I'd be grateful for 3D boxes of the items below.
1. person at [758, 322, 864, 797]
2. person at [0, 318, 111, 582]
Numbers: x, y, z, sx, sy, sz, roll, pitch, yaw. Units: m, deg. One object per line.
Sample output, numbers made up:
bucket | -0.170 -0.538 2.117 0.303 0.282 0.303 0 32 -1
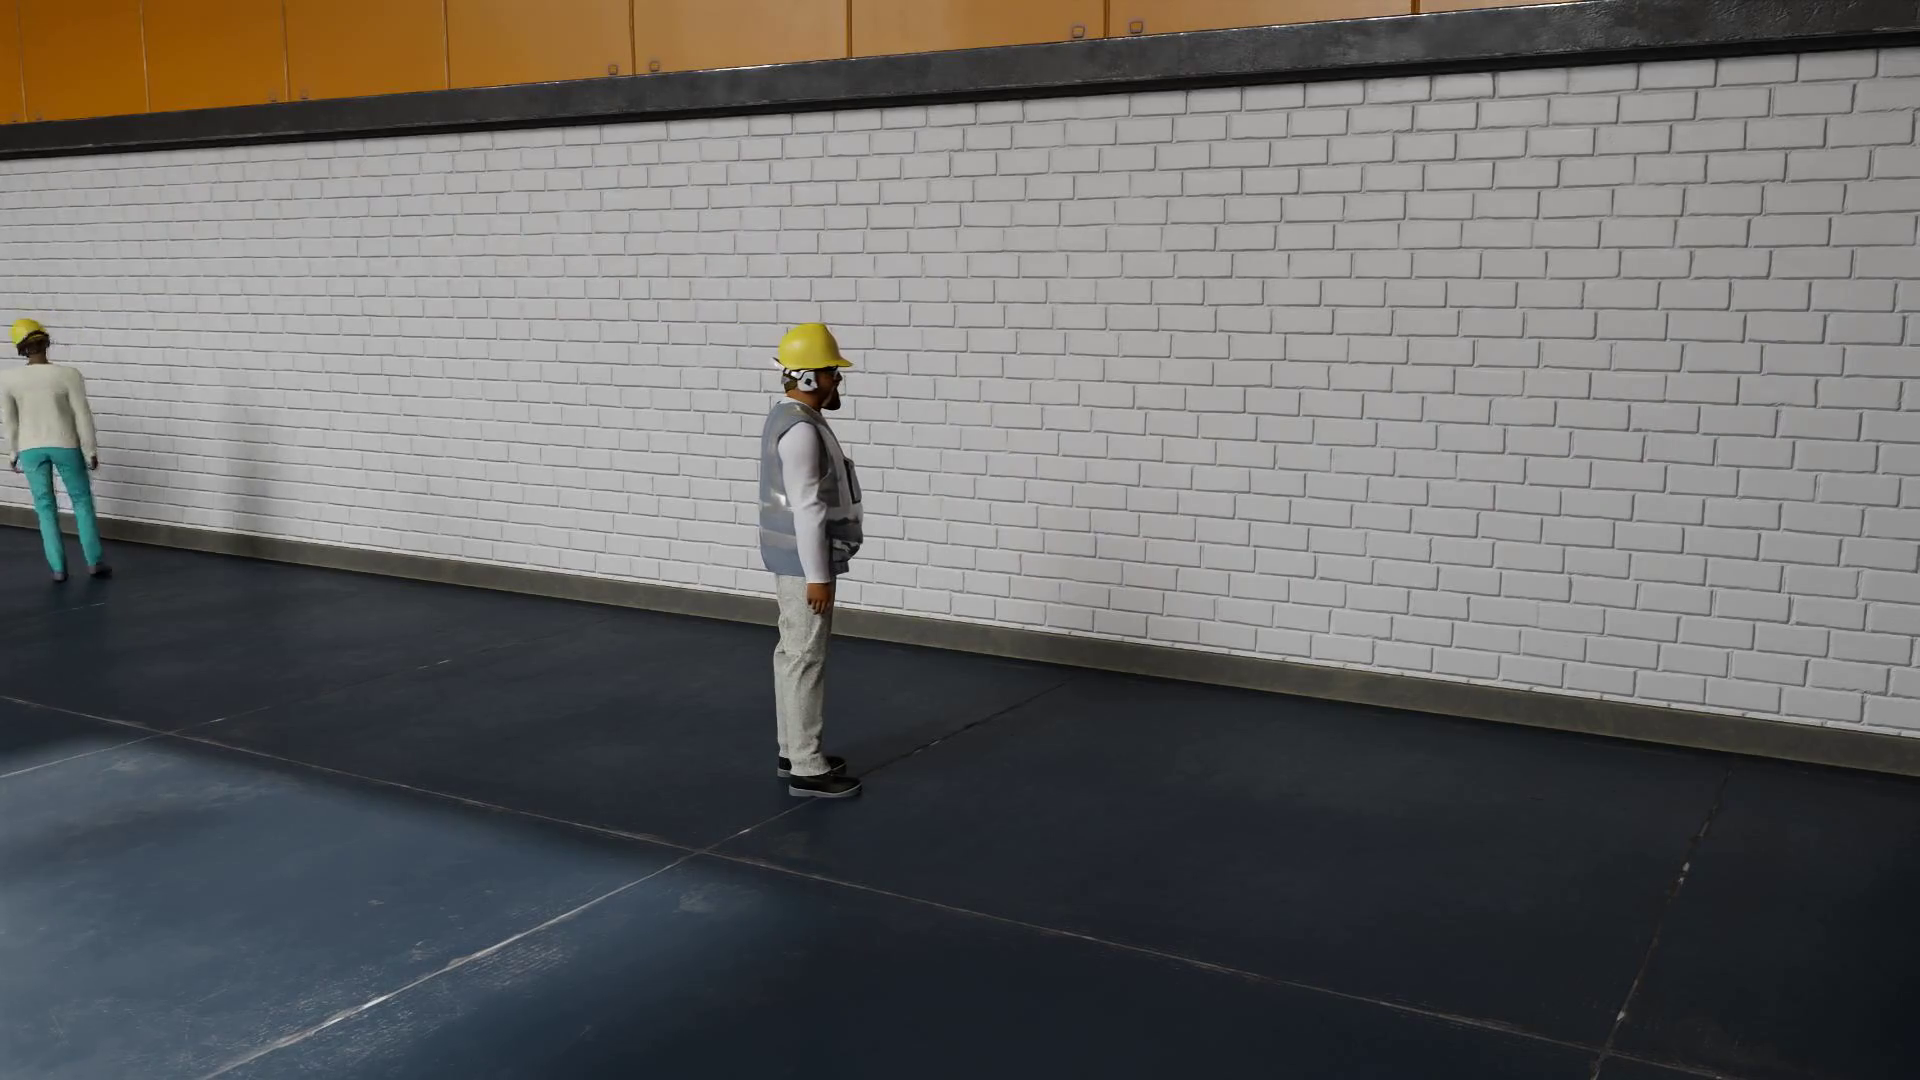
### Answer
person | -0.578 0.075 6.496 0.403 1.835 0.588 -2 9 -13
person | -5.987 -0.585 10.930 0.560 1.735 0.390 -3 10 -17
